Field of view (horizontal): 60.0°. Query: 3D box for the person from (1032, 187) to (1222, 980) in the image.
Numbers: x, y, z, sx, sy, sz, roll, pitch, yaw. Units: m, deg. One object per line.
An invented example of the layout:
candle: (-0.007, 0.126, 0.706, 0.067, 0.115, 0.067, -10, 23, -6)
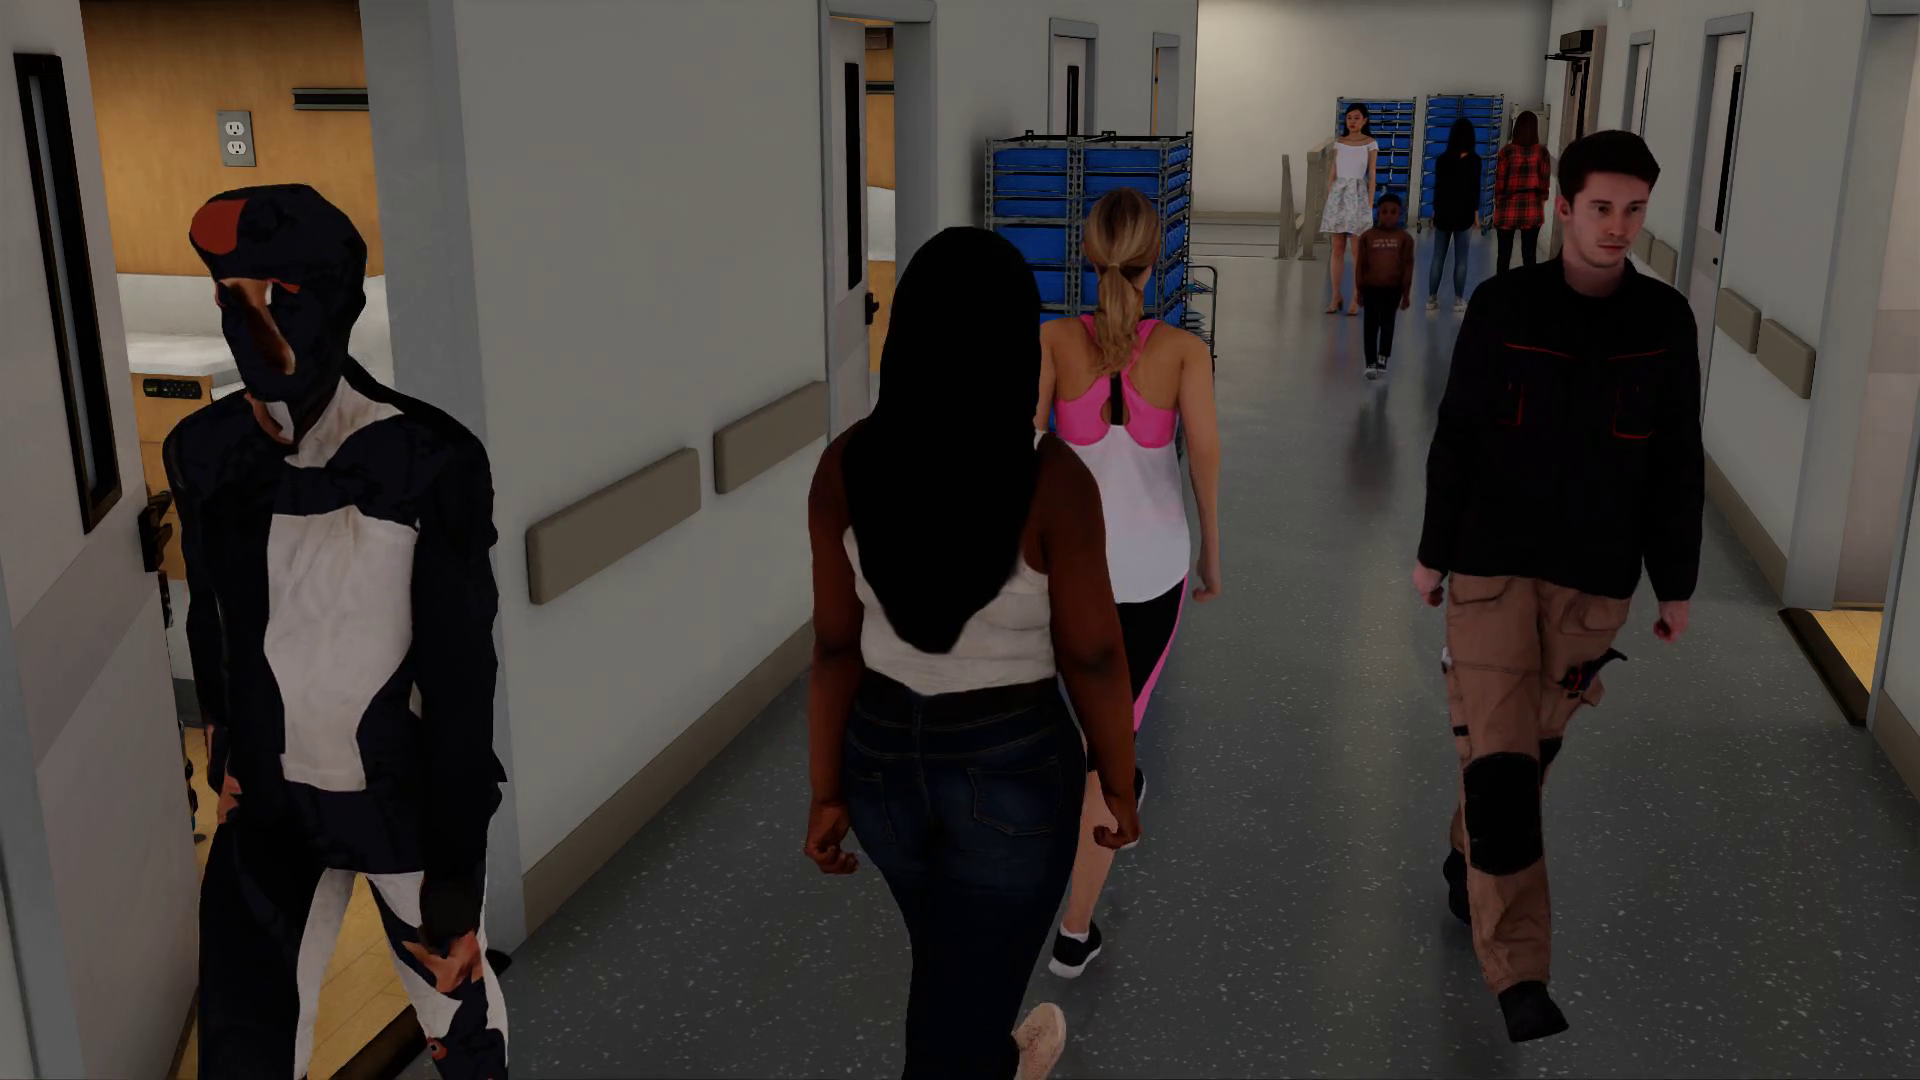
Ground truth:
person: (0.333, 0.141, 3.766, 0.630, 1.735, 1.130, 4, 16, 15)

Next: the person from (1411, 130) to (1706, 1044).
person: (1.286, 0.089, 3.716, 0.893, 1.862, 1.303, 1, 16, 4)

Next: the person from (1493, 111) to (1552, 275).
person: (4.873, -2.868, 14.500, 0.610, 1.702, 0.543, 4, 16, 13)

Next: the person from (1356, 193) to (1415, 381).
person: (2.870, -1.699, 11.249, 0.532, 1.217, 0.885, 4, 16, 15)

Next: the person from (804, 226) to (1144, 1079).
person: (-0.041, 0.463, 2.596, 0.821, 1.752, 1.261, 8, 18, 26)

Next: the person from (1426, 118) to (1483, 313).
person: (4.304, -2.830, 14.474, 0.597, 1.643, 0.590, 8, 18, 27)

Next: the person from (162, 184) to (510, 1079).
person: (-0.892, 0.409, 2.619, 0.780, 1.843, 1.208, 3, 16, 11)

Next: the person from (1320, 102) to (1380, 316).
person: (3.338, -2.826, 14.220, 0.737, 1.773, 0.746, 11, 19, 34)
